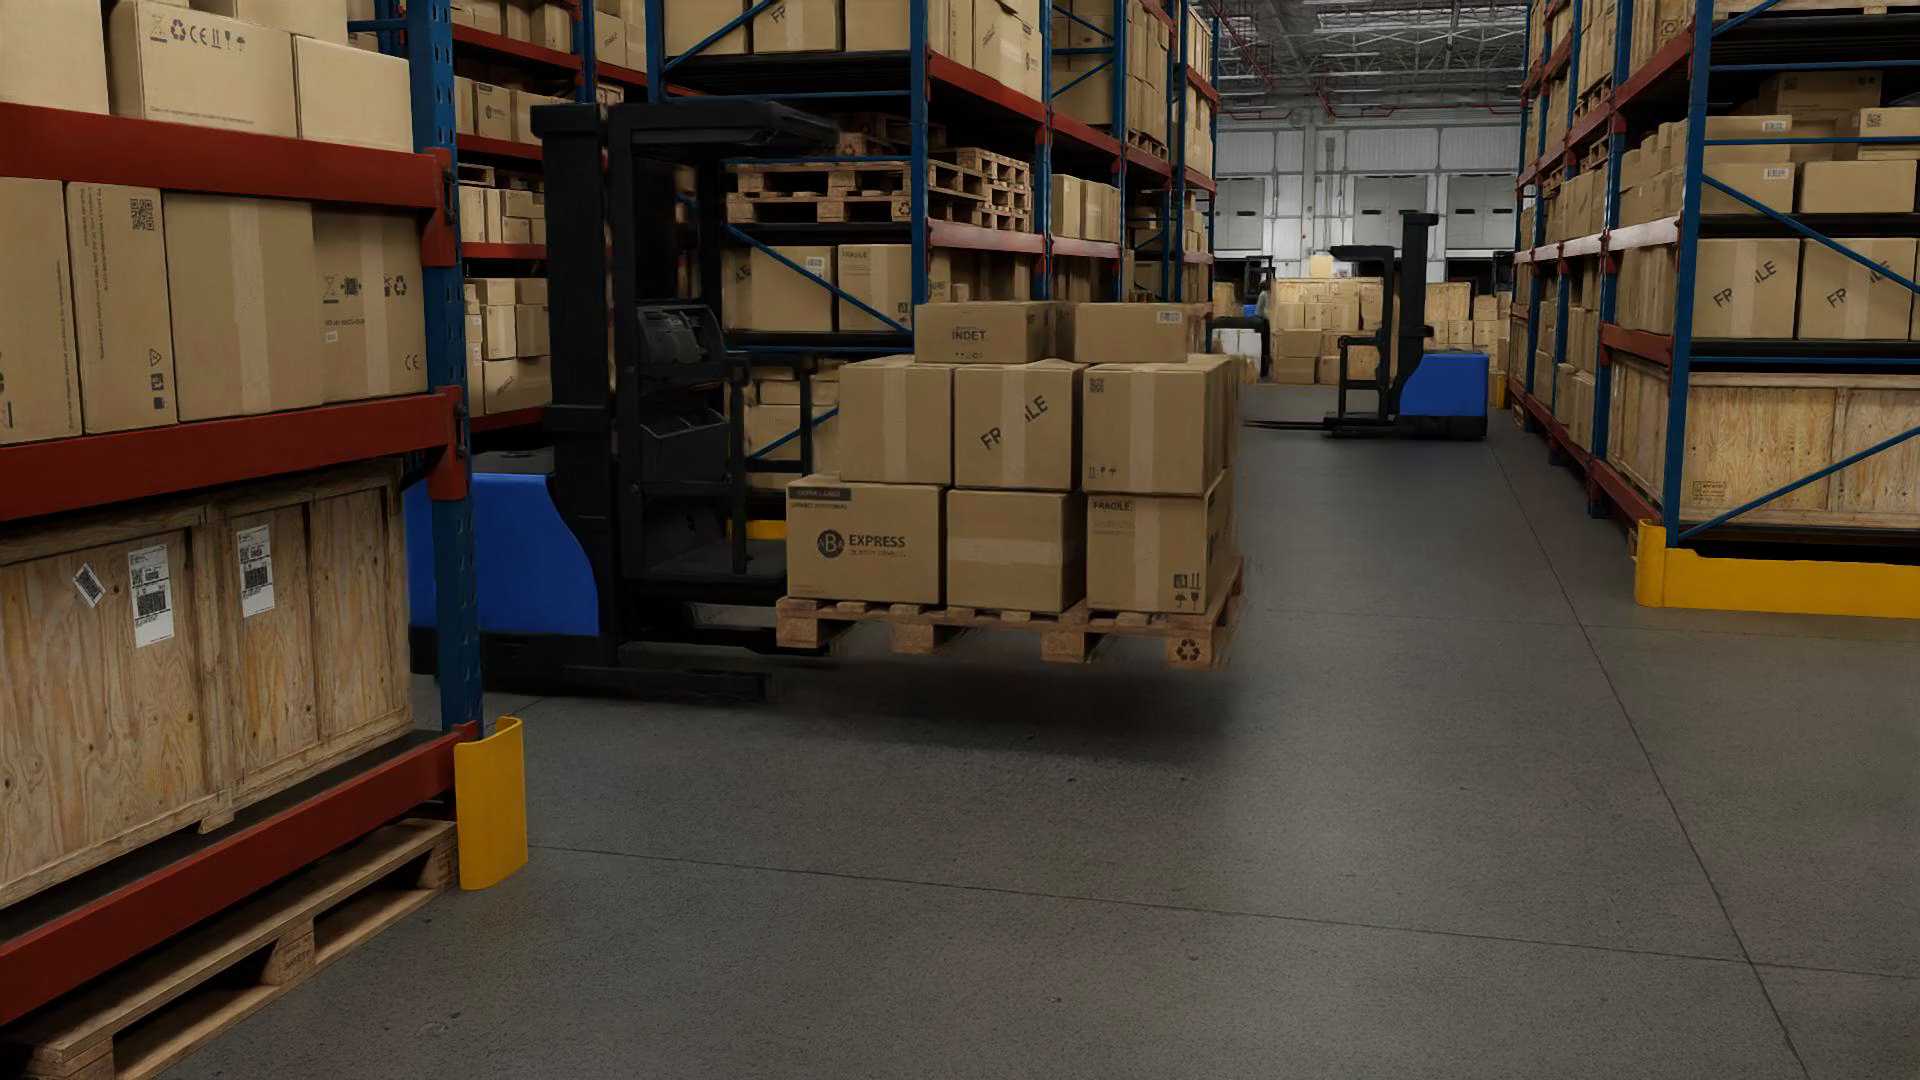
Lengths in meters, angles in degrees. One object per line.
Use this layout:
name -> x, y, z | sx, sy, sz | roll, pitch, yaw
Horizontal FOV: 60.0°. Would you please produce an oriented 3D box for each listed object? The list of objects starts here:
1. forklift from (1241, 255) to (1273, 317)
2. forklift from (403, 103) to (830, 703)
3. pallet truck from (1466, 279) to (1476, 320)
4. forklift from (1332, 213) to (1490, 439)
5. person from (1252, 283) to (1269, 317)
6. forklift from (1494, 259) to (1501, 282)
forklift -> 10.551, -8.662, 58.805 | 1.129, 2.768, 1.873 | 2, 9, 15
forklift -> -1.730, -0.712, 8.295 | 1.873, 2.768, 1.129 | 2, 9, 13
pallet truck -> 18.896, -8.459, 60.307 | 1.885, 1.965, 0.823 | 5, 10, 31
forklift -> 5.749, -2.726, 21.090 | 1.873, 2.768, 1.129 | 2, 9, 15
person -> 9.151, -6.902, 50.769 | 1.014, 1.884, 0.635 | 3, 9, 20
forklift -> 16.034, -7.060, 48.626 | 1.129, 2.768, 1.873 | 1, 9, 9
